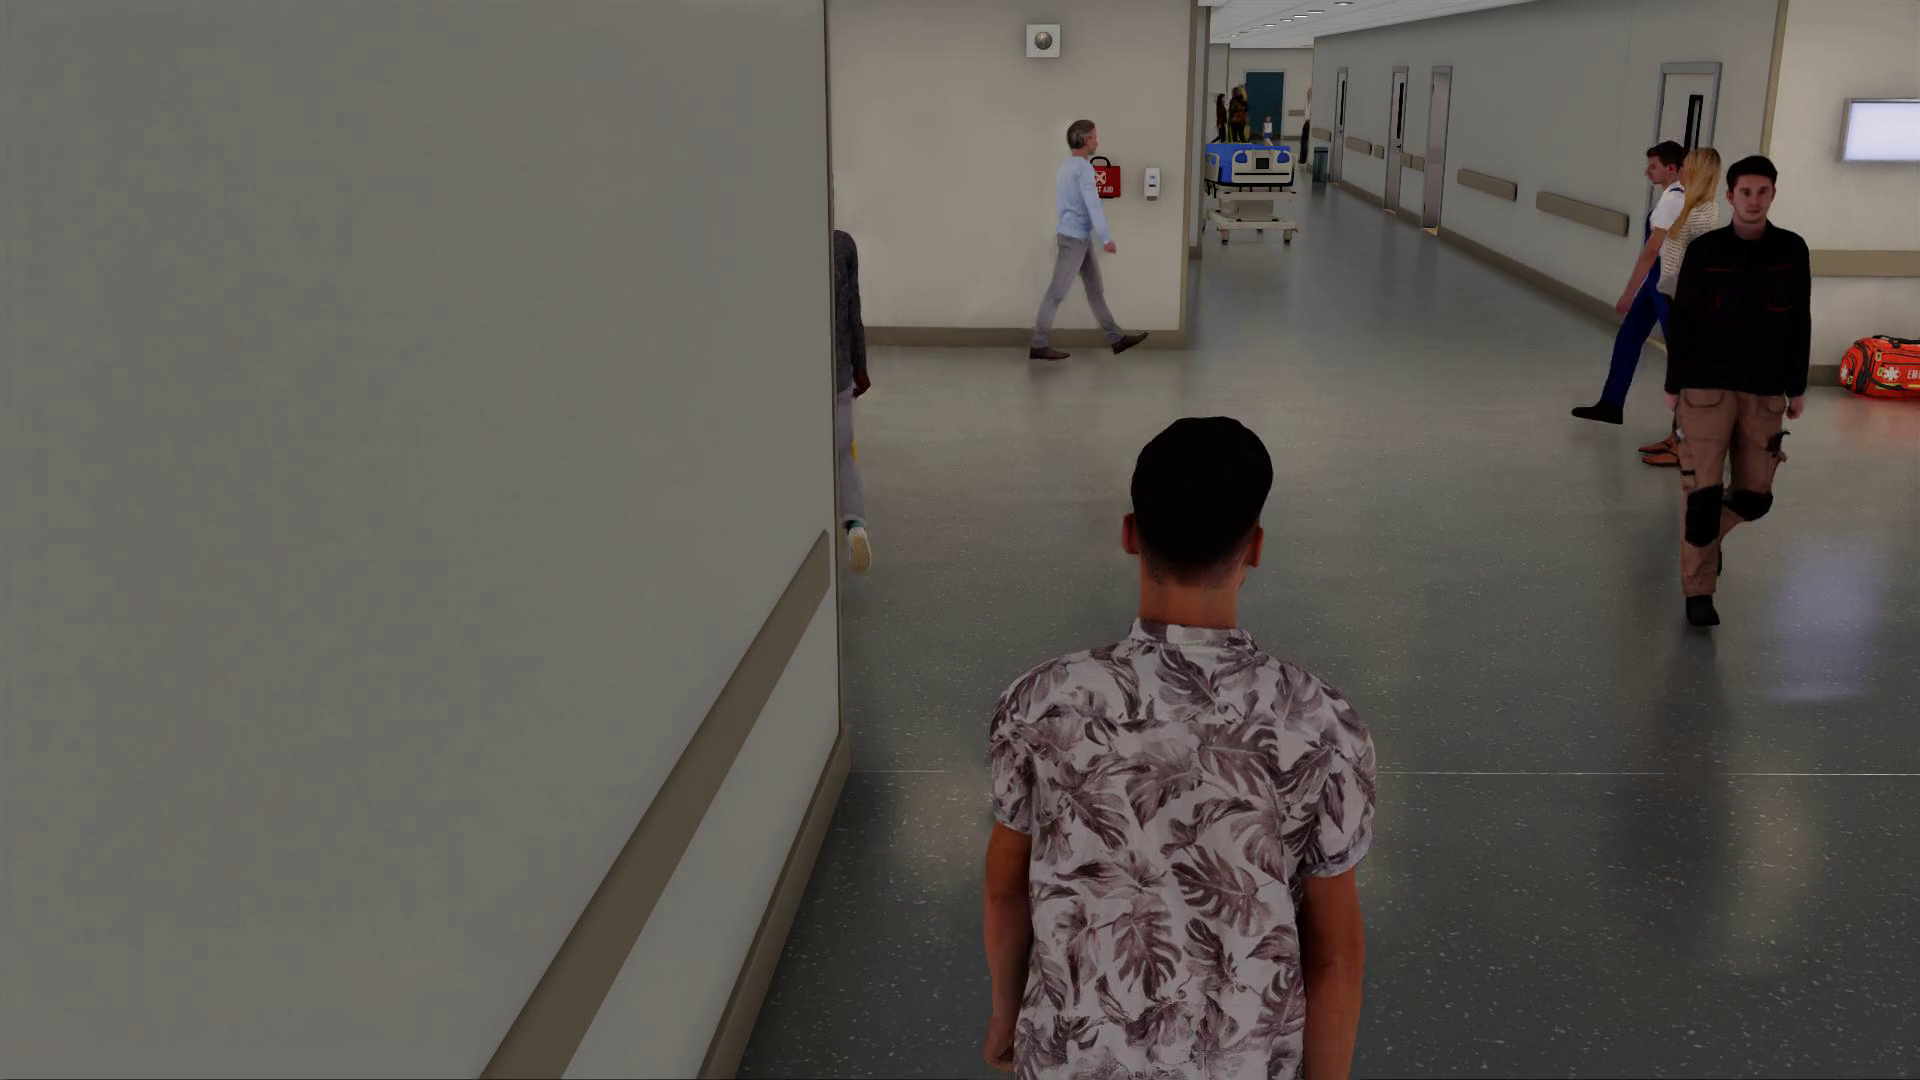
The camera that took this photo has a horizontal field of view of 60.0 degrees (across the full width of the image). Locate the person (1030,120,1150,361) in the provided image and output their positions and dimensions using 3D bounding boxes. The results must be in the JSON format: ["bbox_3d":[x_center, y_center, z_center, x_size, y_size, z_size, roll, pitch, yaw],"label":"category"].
[{"bbox_3d":[0.804,-2.293,13.003,1.214,1.836,0.757,0,16,-1],"label":"person"}]

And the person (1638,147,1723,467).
[{"bbox_3d":[4.232,-1.348,9.672,0.618,1.826,0.660,6,17,20],"label":"person"}]

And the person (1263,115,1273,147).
[{"bbox_3d":[8.956,-11.854,48.463,0.654,0.996,0.560,-1,16,-5],"label":"person"}]

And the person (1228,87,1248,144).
[{"bbox_3d":[7.739,-11.593,46.000,0.929,1.791,0.999,12,19,36],"label":"person"}]

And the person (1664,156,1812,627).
[{"bbox_3d":[3.204,-0.615,6.924,0.959,1.906,0.798,3,16,10],"label":"person"}]

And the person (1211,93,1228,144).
[{"bbox_3d":[7.170,-11.521,46.093,0.938,1.642,0.700,4,16,15],"label":"person"}]

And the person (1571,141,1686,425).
[{"bbox_3d":[4.471,-1.519,10.324,1.315,1.801,0.957,9,18,28],"label":"person"}]

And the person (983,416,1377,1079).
[{"bbox_3d":[0.269,0.772,2.256,1.069,1.770,0.817,3,16,10],"label":"person"}]
